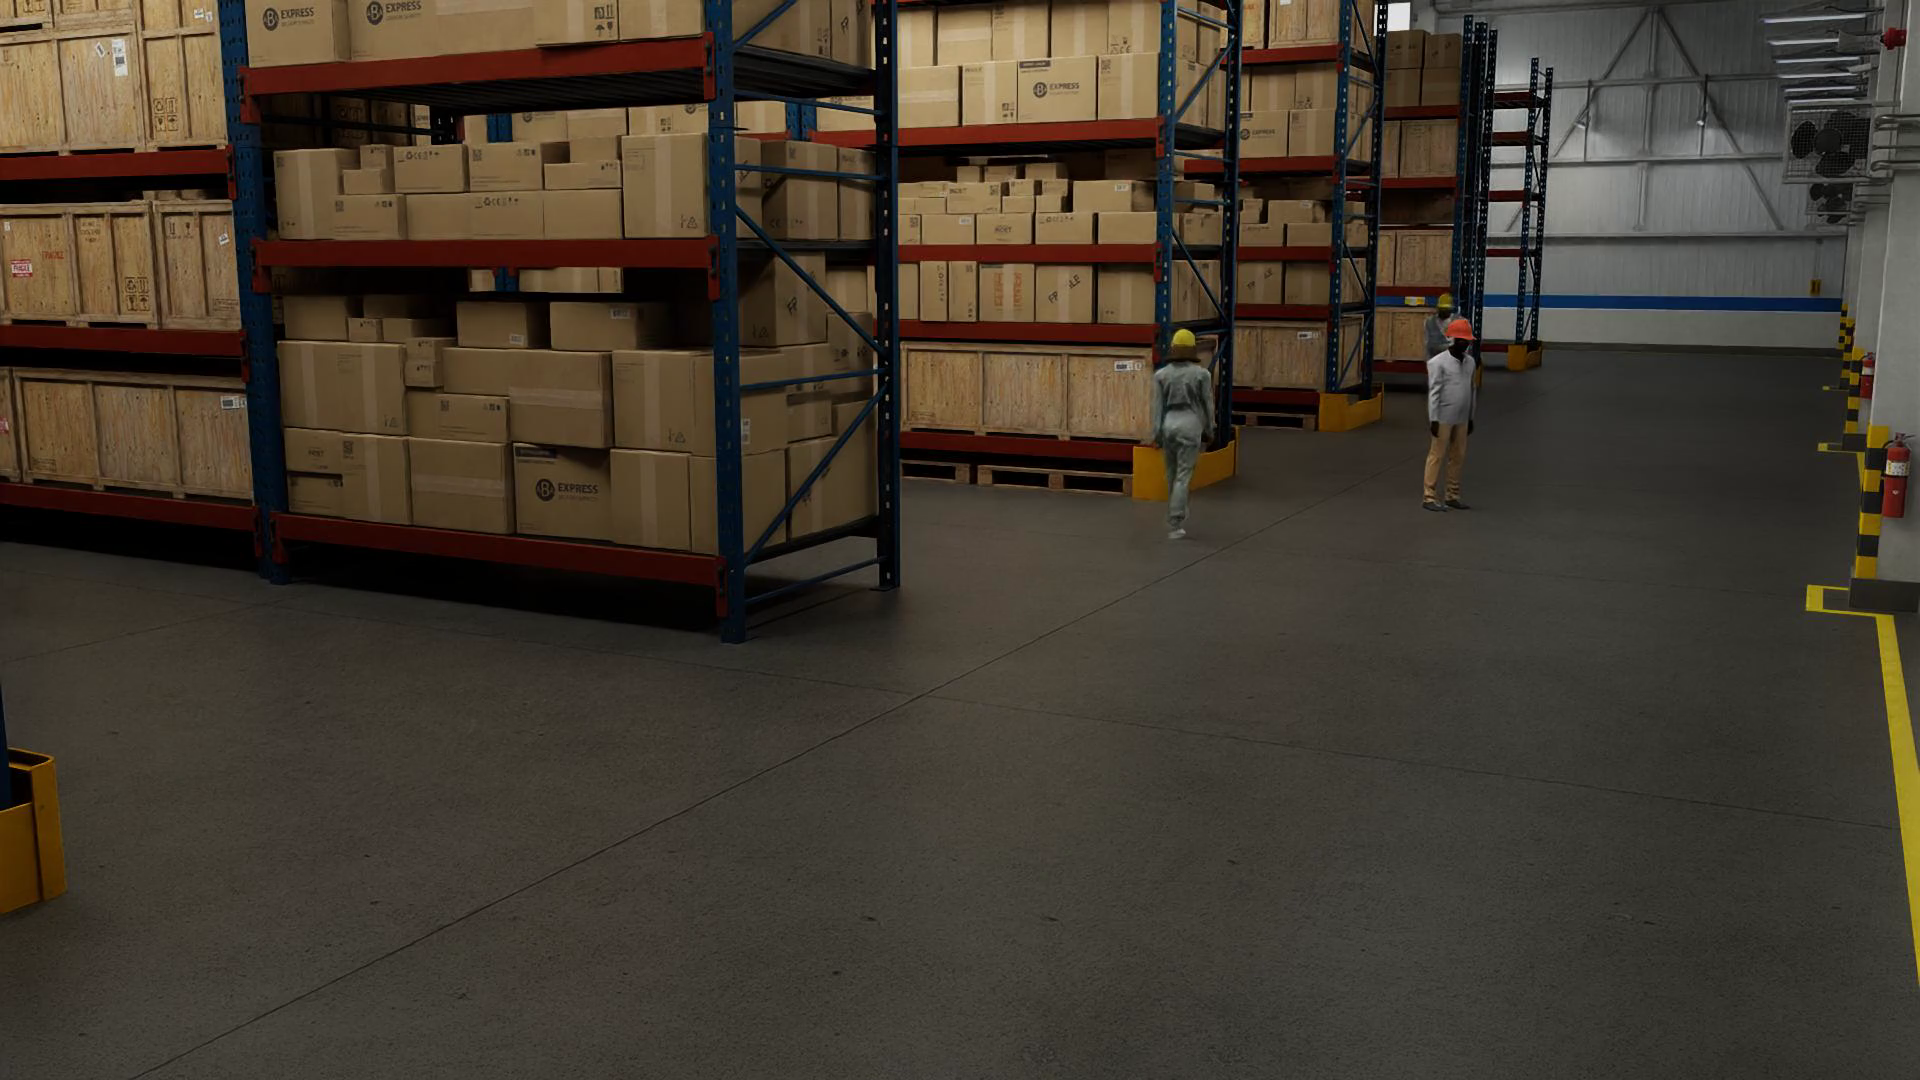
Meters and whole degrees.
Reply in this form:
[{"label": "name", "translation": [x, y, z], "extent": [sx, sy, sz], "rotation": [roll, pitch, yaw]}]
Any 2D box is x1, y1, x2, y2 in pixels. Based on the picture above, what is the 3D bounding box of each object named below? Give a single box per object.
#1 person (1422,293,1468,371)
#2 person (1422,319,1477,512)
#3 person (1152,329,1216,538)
[{"label": "person", "translation": [6.524, -2.433, 22.466], "extent": [0.592, 1.793, 0.632], "rotation": [6, 11, 30]}, {"label": "person", "translation": [4.460, -1.121, 15.029], "extent": [0.567, 1.742, 0.351], "rotation": [-6, 11, -30]}, {"label": "person", "translation": [1.882, -0.896, 13.861], "extent": [0.493, 1.699, 0.890], "rotation": [5, 11, 26]}]
